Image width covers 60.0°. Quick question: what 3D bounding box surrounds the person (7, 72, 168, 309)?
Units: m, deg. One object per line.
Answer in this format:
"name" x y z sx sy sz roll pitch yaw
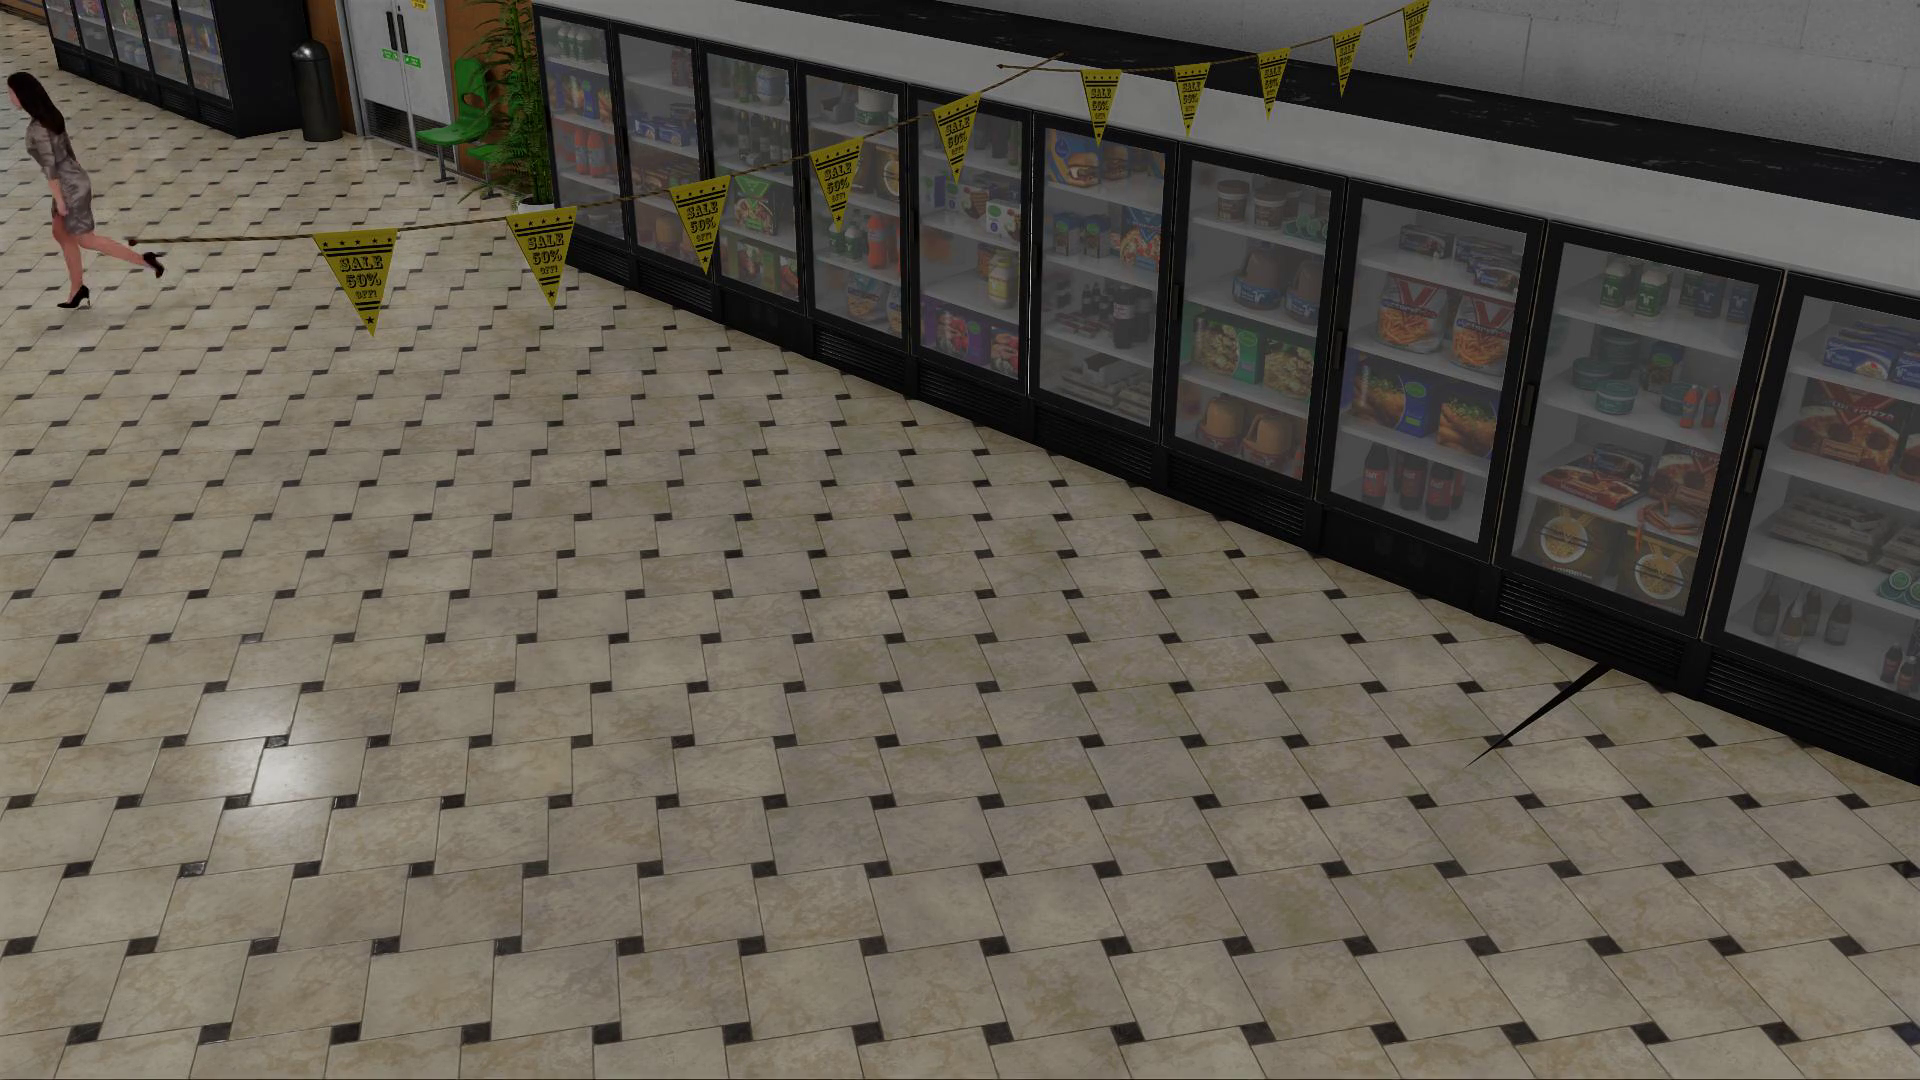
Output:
"person" -6.280 -2.476 11.931 1.133 1.706 0.943 -6 28 -12
